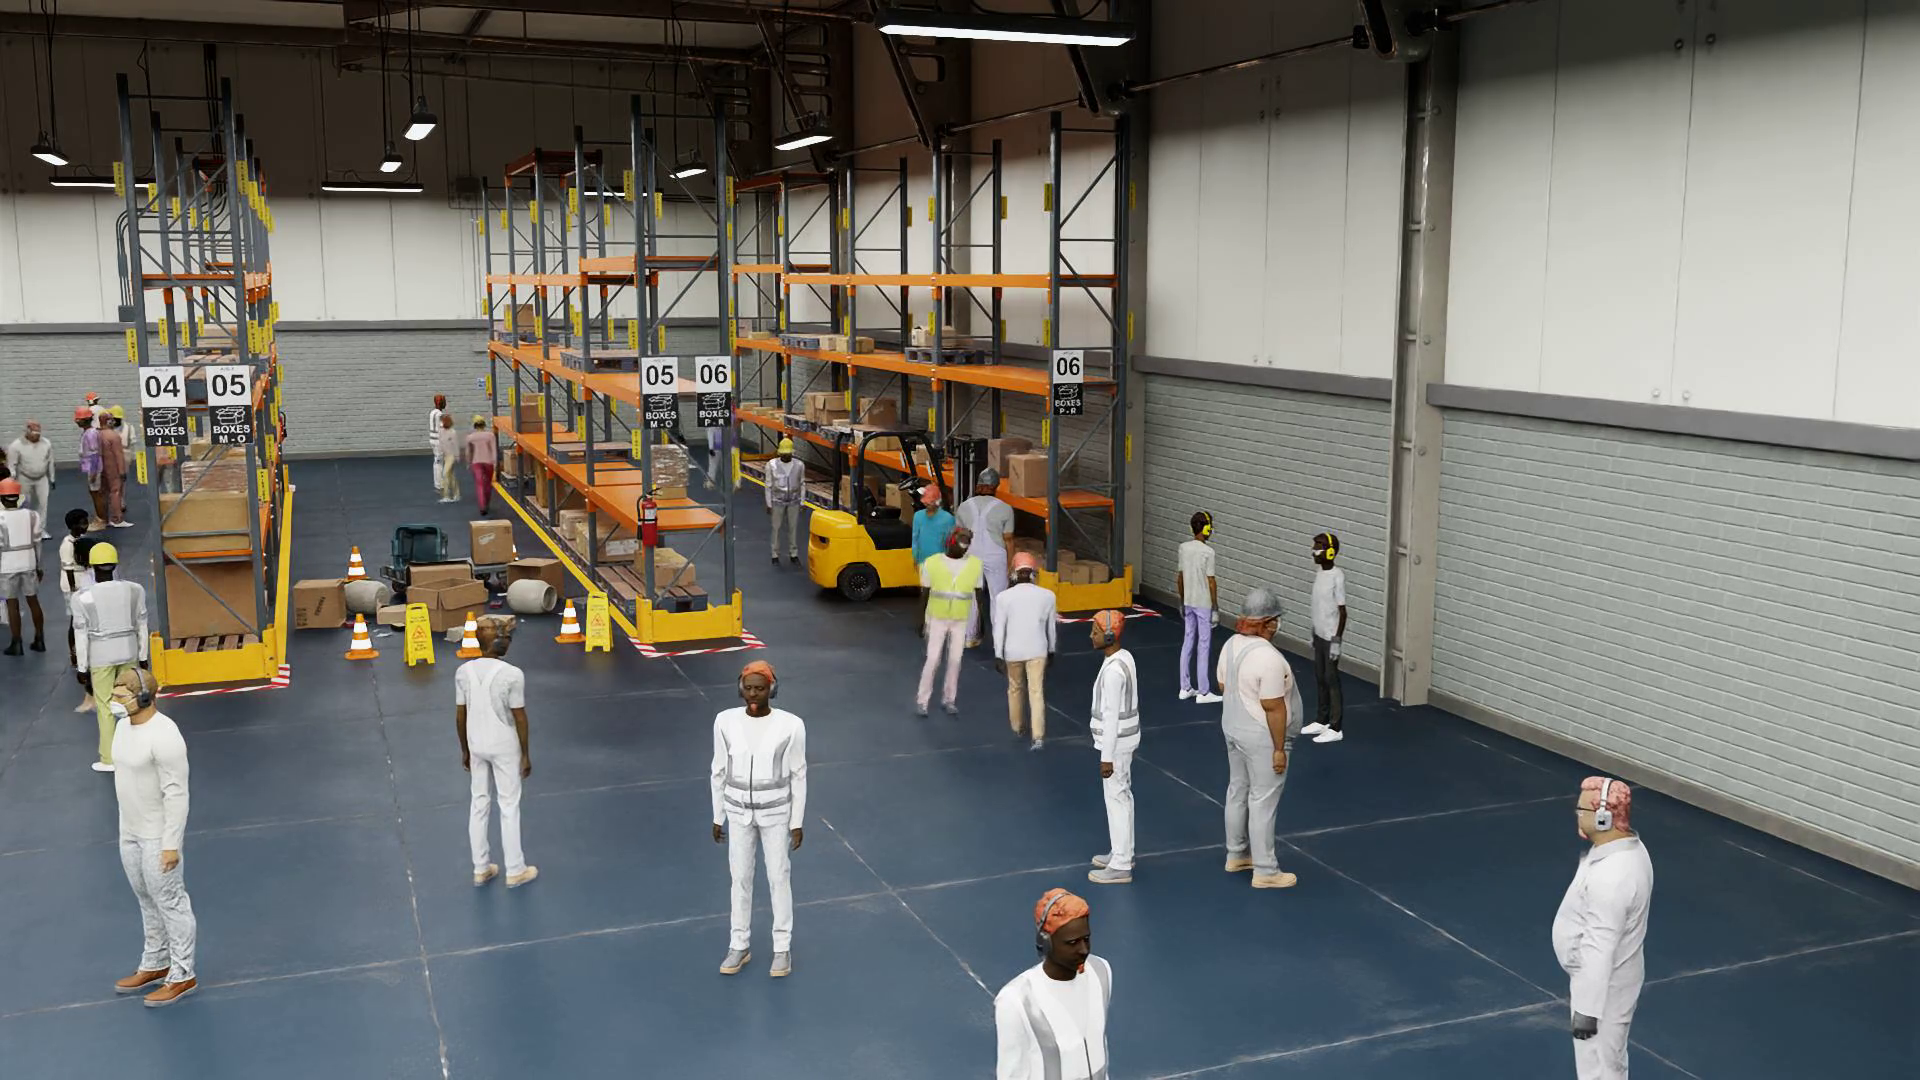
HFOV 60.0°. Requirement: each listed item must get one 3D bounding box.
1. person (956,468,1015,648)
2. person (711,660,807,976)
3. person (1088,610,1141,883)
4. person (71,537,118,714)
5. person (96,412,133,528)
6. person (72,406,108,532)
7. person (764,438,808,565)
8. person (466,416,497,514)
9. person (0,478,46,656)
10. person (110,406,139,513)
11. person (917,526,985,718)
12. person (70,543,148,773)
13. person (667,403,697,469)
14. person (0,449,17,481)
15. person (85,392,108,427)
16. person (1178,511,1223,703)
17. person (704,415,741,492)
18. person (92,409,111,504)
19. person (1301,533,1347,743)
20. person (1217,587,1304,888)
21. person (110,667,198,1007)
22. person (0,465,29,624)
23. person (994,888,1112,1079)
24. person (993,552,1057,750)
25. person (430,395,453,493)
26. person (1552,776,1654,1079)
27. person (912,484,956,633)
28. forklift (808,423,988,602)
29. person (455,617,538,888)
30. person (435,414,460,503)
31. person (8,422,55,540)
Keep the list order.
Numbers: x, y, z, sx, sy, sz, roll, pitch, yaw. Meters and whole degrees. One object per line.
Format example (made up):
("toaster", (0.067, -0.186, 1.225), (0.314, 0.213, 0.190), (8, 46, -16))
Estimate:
("person", (0.317, 0.198, 18.401), (0.686, 2.000, 0.535), (4, 10, 24))
("person", (-1.193, 1.638, 9.827), (0.574, 1.885, 0.355), (1, 9, 8))
("person", (1.055, 1.398, 11.381), (0.353, 1.877, 0.573), (2, 9, 10))
("person", (-8.194, 0.805, 15.695), (0.520, 1.680, 0.544), (-1, 9, -4))
("person", (-13.933, -1.145, 27.277), (0.651, 1.907, 0.409), (3, 10, 20))
("person", (-14.043, -1.139, 26.819), (0.396, 2.038, 0.615), (-6, 11, -32))
("person", (-2.487, -0.551, 23.772), (0.618, 1.829, 0.410), (-3, 10, -19))
("person", (-8.350, -1.310, 29.017), (0.526, 1.693, 0.971), (-2, 9, -14))
("person", (-10.297, 0.292, 18.134), (0.373, 1.934, 0.551), (6, 11, 33))
("person", (-14.725, -1.417, 29.142), (0.589, 1.862, 1.038), (-9, 12, -43))
("person", (-0.072, 0.760, 15.570), (0.625, 1.811, 0.457), (-2, 9, -10))
("person", (-7.067, 0.976, 13.857), (0.364, 1.927, 0.587), (8, 12, 41))
("person", (-6.095, -2.432, 35.647), (0.676, 1.833, 0.619), (-6, 11, -32))
("person", (-13.077, -0.352, 22.581), (0.969, 1.824, 0.531), (9, 12, 43))
("person", (-17.798, -2.172, 34.257), (0.349, 1.743, 0.563), (2, 9, 14))
("person", (2.329, 0.648, 16.117), (0.328, 1.868, 0.509), (-7, 11, -37))
("person", (-4.556, -1.801, 31.819), (0.624, 1.785, 1.054), (-6, 11, -34))
("person", (-15.489, -1.500, 30.070), (0.574, 1.723, 0.583), (1, 9, 9))
("person", (3.245, 0.863, 14.753), (0.329, 1.871, 0.513), (-2, 9, -11))
("person", (2.068, 1.322, 11.327), (0.537, 2.000, 0.682), (-4, 10, -21))
("person", (-4.612, 1.668, 9.466), (0.635, 1.939, 0.366), (7, 11, 37))
("person", (-11.346, 0.059, 19.752), (0.599, 1.898, 0.790), (-1, 9, -8))
("person", (0.371, 2.213, 6.209), (0.584, 1.882, 0.344), (-9, 13, -44))
("person", (0.576, 0.969, 14.608), (0.571, 1.713, 0.862), (-1, 9, -3))
("person", (-9.908, -1.831, 31.688), (0.359, 1.880, 0.575), (-5, 10, -30))
("person", (2.877, 2.001, 7.514), (0.400, 1.901, 0.646), (5, 10, 28))
("person", (-0.321, 0.215, 19.232), (0.562, 1.740, 0.366), (5, 10, 29))
("forklift", (-0.830, -0.399, 21.676), (2.313, 2.155, 1.214), (-4, 10, -21))
("person", (-3.144, 1.434, 11.243), (0.507, 1.842, 0.339), (2, 9, 14))
("person", (-9.381, -1.472, 30.251), (0.660, 1.612, 0.523), (-8, 12, -43))
("person", (-14.482, -0.914, 25.969), (0.886, 1.847, 0.745), (8, 12, 40))
